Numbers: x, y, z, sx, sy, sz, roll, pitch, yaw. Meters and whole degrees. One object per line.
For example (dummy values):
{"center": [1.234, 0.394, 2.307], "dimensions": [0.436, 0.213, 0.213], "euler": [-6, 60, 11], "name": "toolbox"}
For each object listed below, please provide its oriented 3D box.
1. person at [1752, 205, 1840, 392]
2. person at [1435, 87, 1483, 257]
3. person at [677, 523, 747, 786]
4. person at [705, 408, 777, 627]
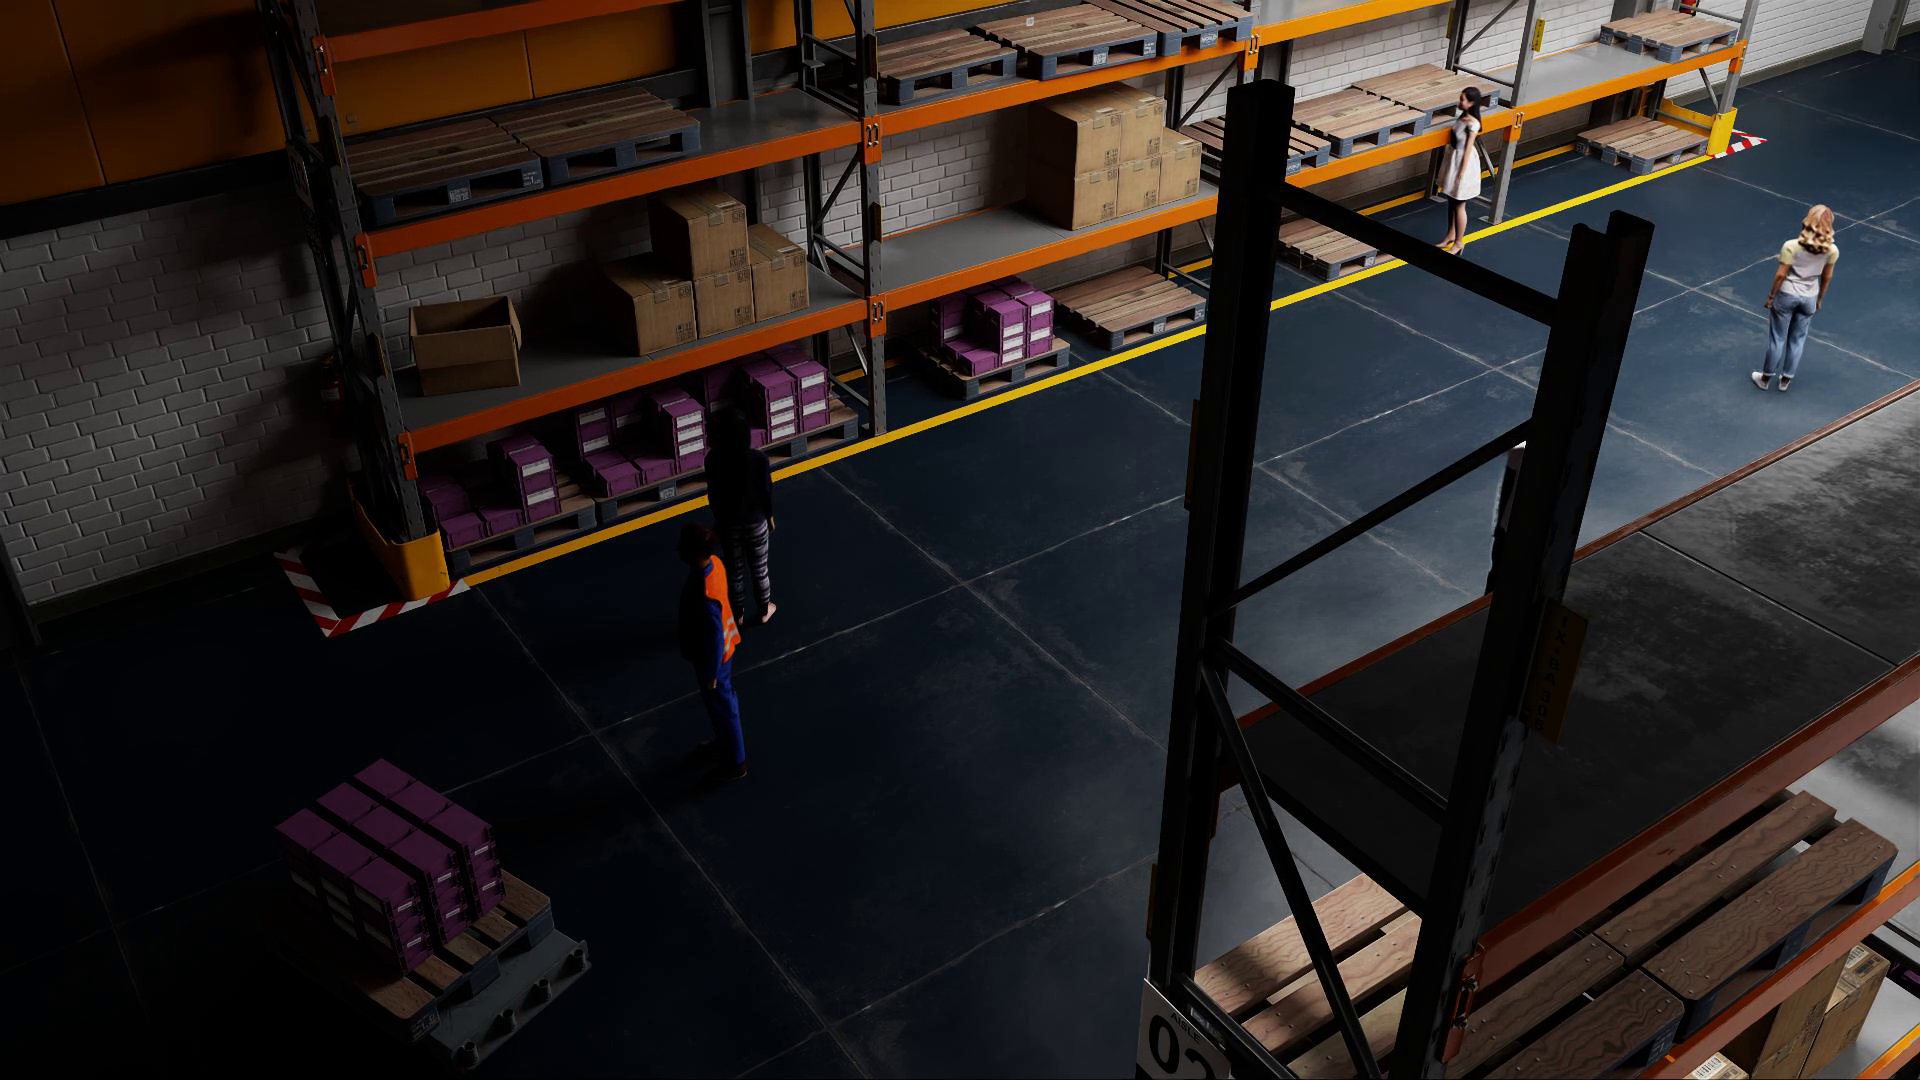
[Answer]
{"center": [7.333, -2.109, 14.580], "dimensions": [0.702, 1.723, 0.763], "euler": [6, 34, 8], "name": "person"}
{"center": [5.119, -3.764, 17.029], "dimensions": [0.812, 1.769, 0.782], "euler": [-1, 34, -2], "name": "person"}
{"center": [-1.528, 0.692, 10.240], "dimensions": [0.766, 1.863, 0.784], "euler": [-5, 34, -8], "name": "person"}
{"center": [-1.523, -0.153, 11.627], "dimensions": [0.637, 1.735, 0.741], "euler": [-1, 34, -1], "name": "person"}
